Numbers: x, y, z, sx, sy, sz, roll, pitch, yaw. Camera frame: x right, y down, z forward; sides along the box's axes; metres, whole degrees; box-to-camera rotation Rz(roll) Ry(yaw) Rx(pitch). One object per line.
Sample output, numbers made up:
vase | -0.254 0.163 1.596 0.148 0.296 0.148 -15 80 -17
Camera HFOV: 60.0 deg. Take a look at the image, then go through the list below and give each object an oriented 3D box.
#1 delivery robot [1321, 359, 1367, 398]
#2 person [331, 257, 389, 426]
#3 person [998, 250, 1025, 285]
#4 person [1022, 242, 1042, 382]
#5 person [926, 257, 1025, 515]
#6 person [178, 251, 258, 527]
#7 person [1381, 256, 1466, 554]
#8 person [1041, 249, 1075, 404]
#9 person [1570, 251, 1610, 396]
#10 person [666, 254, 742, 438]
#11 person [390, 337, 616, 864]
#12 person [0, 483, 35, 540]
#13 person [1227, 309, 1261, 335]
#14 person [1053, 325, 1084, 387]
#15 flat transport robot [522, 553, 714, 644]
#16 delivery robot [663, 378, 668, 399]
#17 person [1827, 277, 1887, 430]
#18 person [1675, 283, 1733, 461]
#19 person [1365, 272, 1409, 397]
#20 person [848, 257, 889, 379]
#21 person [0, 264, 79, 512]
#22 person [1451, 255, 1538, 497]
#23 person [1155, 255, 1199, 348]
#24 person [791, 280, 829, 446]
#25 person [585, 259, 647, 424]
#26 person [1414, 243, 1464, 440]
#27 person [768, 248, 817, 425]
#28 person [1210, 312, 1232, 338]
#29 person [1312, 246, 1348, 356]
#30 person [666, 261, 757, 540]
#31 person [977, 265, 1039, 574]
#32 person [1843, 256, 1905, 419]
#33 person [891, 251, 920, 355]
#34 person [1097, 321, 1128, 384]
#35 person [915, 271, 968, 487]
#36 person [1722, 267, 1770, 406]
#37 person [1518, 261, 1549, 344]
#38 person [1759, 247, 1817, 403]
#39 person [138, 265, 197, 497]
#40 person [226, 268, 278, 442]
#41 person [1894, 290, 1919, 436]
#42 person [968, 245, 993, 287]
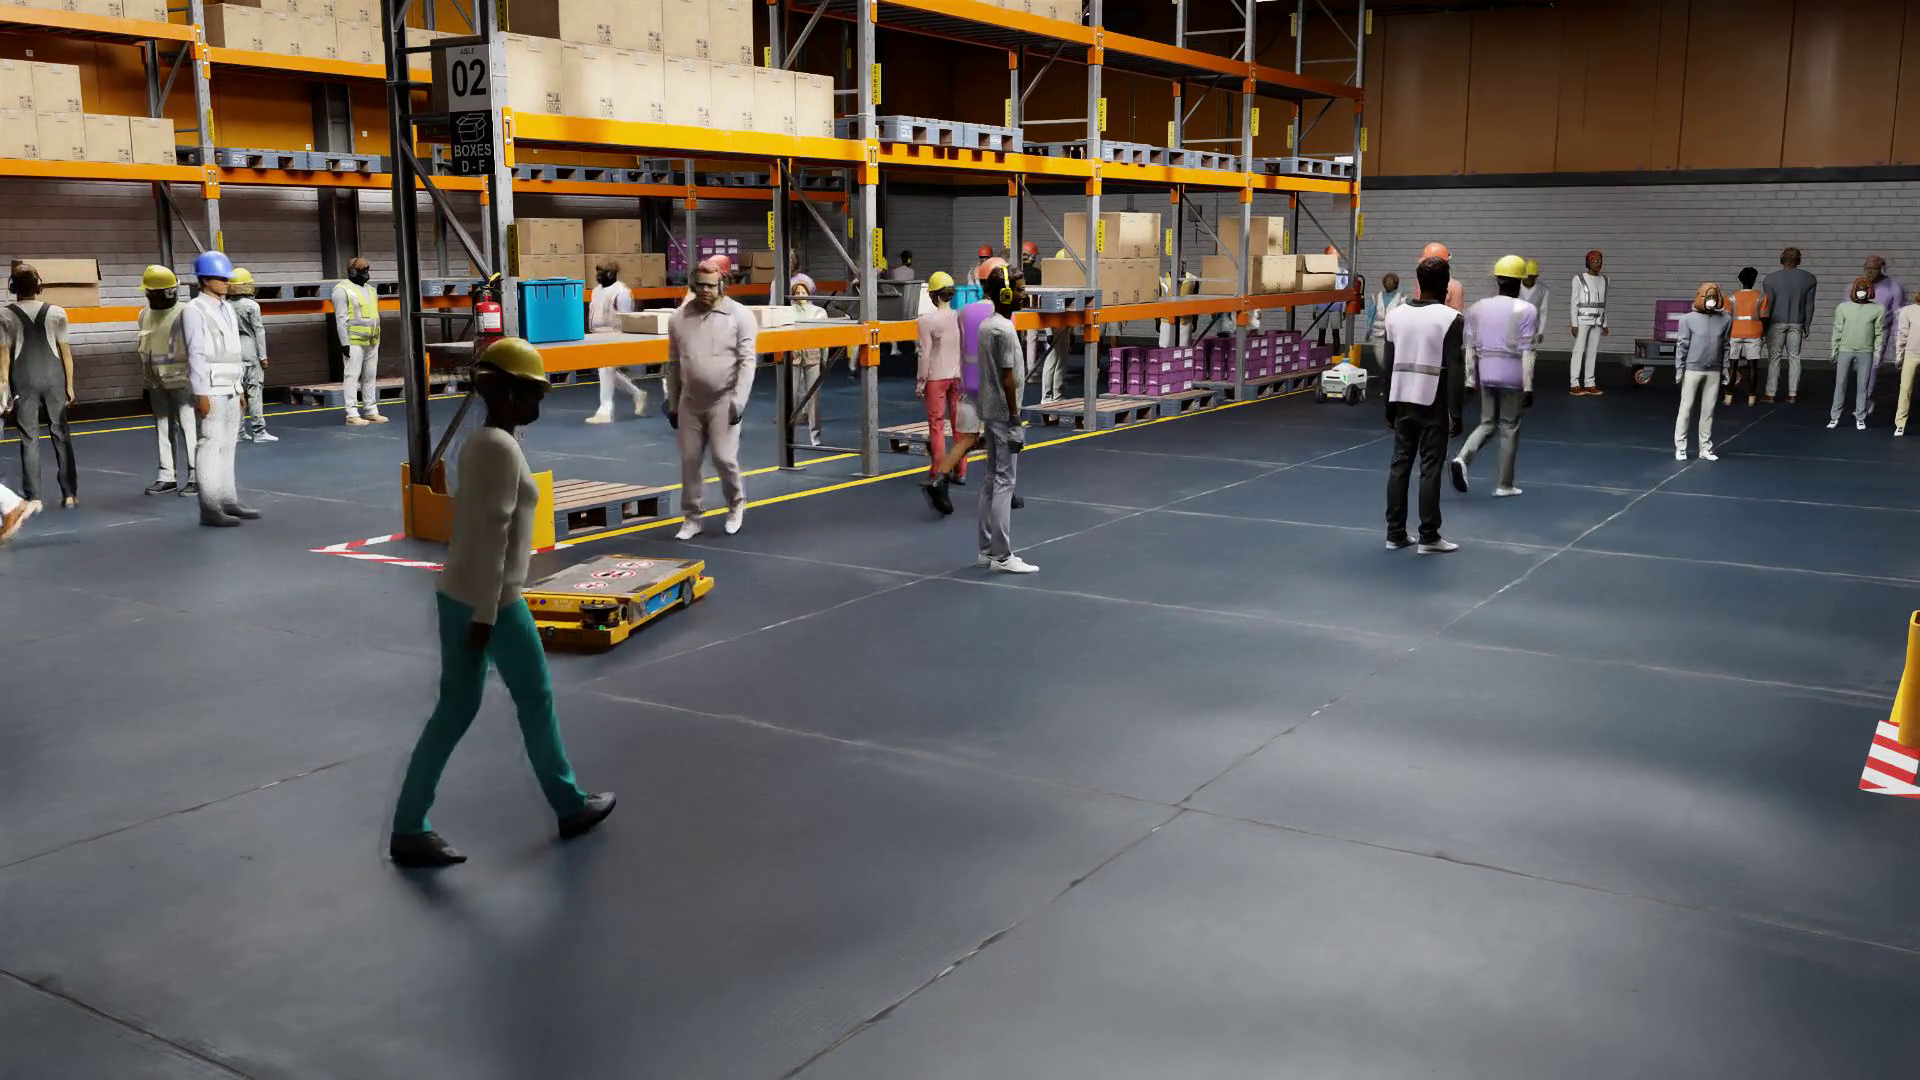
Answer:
delivery robot | 4.763 -2.005 20.600 0.477 0.478 0.707 7 12 35
person | -6.576 -2.173 18.265 0.428 1.837 0.623 4 11 21
person | 0.637 -3.170 23.678 0.647 1.875 1.032 2 10 9
person | 0.969 -3.251 23.774 0.624 1.990 0.396 9 14 41
person | 0.144 -1.121 12.227 0.553 1.907 0.873 9 13 40
person | -5.275 -1.073 11.838 0.409 1.943 0.614 0 10 2
person | 2.993 -0.870 10.791 0.371 1.916 0.597 -8 13 -37
person | 1.232 -2.556 20.140 0.403 1.919 0.587 7 12 35
person | 8.234 -2.829 21.748 0.574 1.883 0.356 -4 11 -21
person | -2.646 -1.994 17.150 0.860 1.885 0.574 6 12 30
person | -1.540 0.195 5.473 0.774 1.697 0.550 -7 12 -35
person | -6.345 -0.831 10.716 0.490 1.868 0.601 -9 14 -42
person | 4.325 -3.546 25.345 0.639 2.013 0.585 6 12 31
person | 1.487 -2.995 23.042 0.576 1.731 0.567 -5 11 -25
flat transport robot | -1.881 0.292 8.916 0.652 0.197 1.431 2 10 12
delivery robot | -3.100 -1.774 19.316 0.707 0.478 0.477 6 12 28
person | 9.606 -1.997 17.822 0.498 1.634 0.278 6 12 31
person | 6.832 -1.542 15.300 0.507 1.632 0.273 0 10 -1
person | 5.628 -2.705 21.815 0.515 1.610 0.746 7 12 33
person | -1.303 -3.201 24.119 0.663 1.777 0.422 -4 11 -19
person | -6.917 -1.135 12.459 0.504 1.847 0.344 -8 13 -39
person | 4.187 -1.260 12.984 0.658 1.909 0.592 -8 13 -36
person | 3.003 -3.043 23.088 0.621 1.835 0.430 0 10 1
person | -1.552 -1.735 16.364 0.523 1.636 0.310 -1 10 -4
person | -3.852 -2.219 18.546 0.775 1.823 0.634 -8 13 -39
person | 4.782 -1.993 16.814 0.392 1.989 0.610 -6 12 -32
person | -1.878 -2.232 18.296 0.652 1.934 0.435 9 14 42
person | 4.092 -3.463 25.776 0.361 1.685 0.580 -7 12 -34
person | 5.775 -3.622 25.991 0.551 1.932 0.378 5 11 26
person | -1.684 -0.922 11.171 0.658 1.883 0.453 2 10 12
person | 0.277 -0.728 10.136 0.328 1.872 0.512 -3 11 -16
person | 10.459 -2.331 19.101 1.006 1.854 0.640 -9 13 -40
person | -0.952 -4.201 29.500 0.539 1.818 0.938 7 12 33
person | 2.083 -3.219 23.458 0.608 2.044 0.371 1 10 5
person | -0.140 -1.308 13.641 0.525 1.769 0.308 -8 13 -37
person | 9.599 -2.483 20.356 0.531 1.692 0.320 5 11 25
person | 7.421 -2.801 21.950 0.632 1.756 0.946 2 10 13
person | 10.269 -2.666 20.689 0.631 1.940 0.372 1 10 6
person | -6.241 -1.250 13.162 0.592 1.823 0.404 3 11 17
person | -7.158 -1.848 16.692 0.487 1.746 0.290 3 11 18
person | 9.903 -1.864 17.114 0.496 1.629 0.277 5 11 26
person | 0.398 -3.631 26.036 0.544 1.939 0.354 3 11 15
